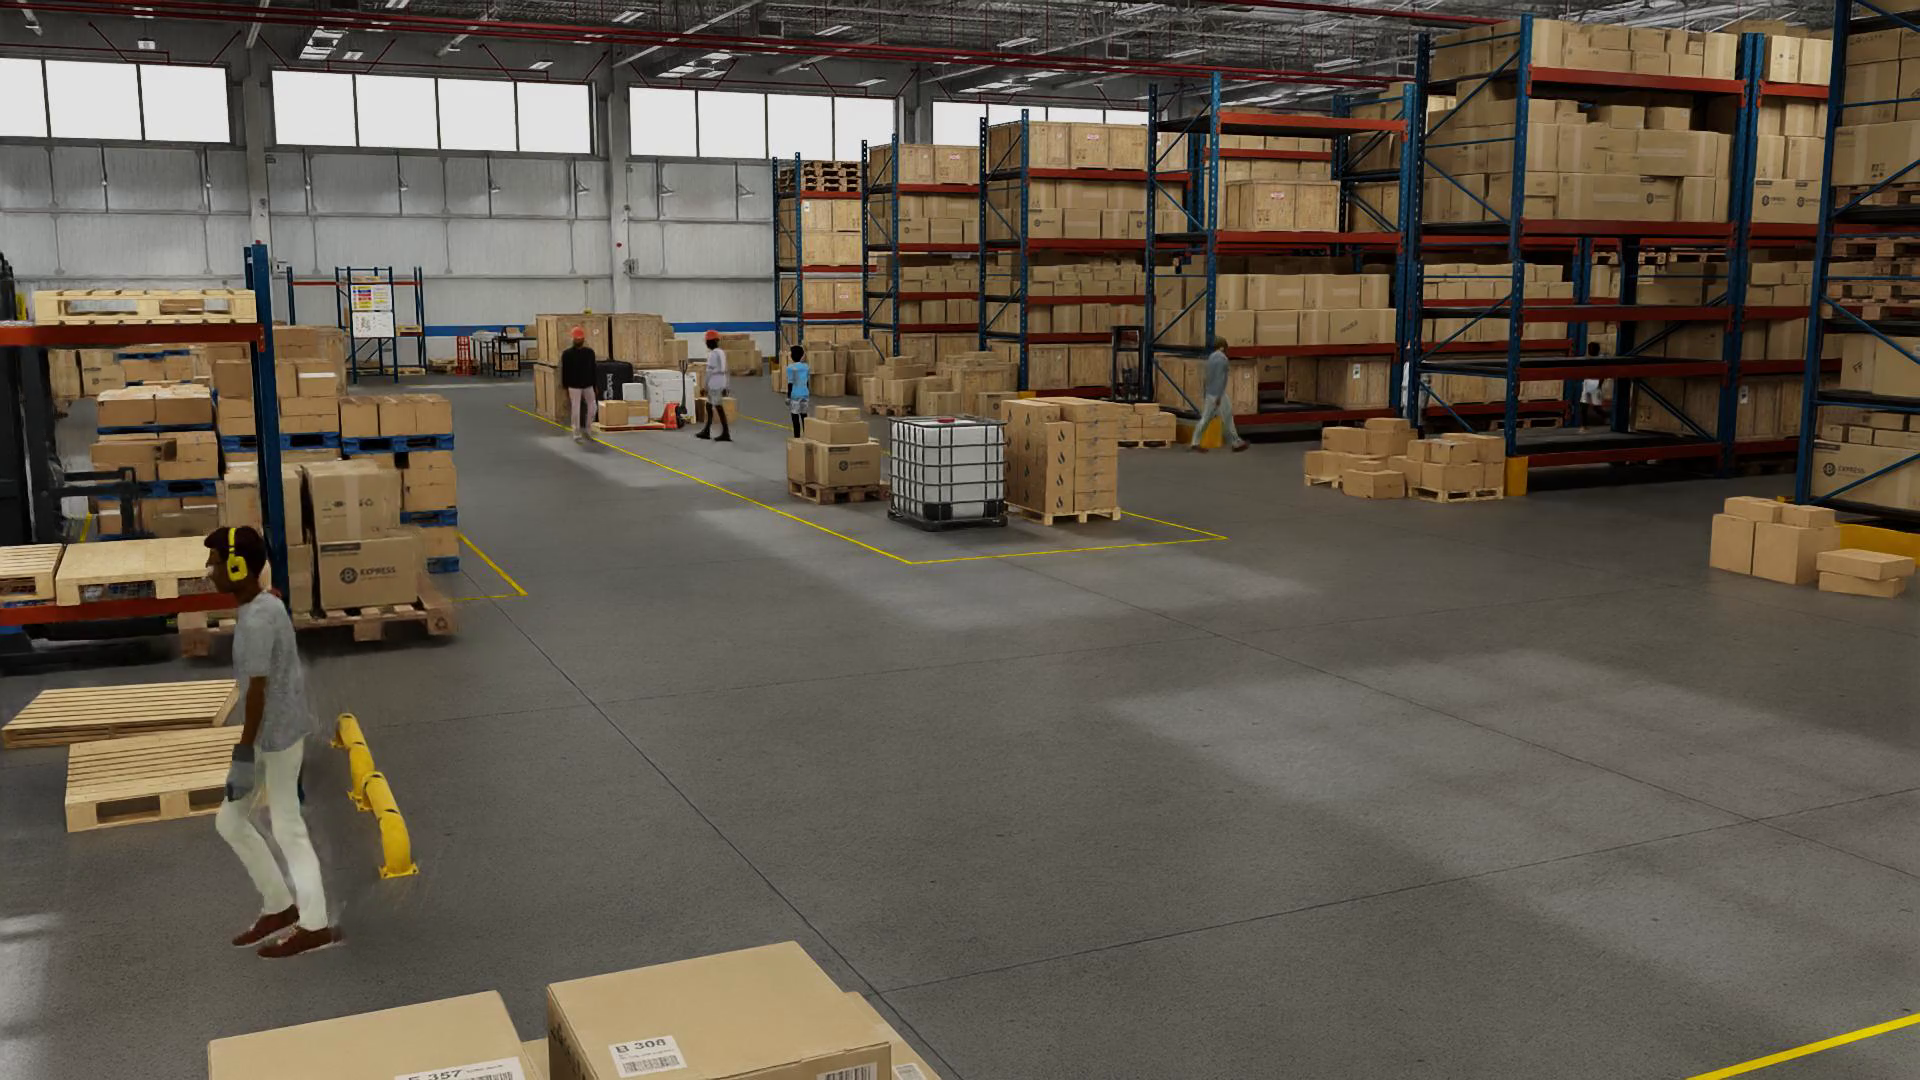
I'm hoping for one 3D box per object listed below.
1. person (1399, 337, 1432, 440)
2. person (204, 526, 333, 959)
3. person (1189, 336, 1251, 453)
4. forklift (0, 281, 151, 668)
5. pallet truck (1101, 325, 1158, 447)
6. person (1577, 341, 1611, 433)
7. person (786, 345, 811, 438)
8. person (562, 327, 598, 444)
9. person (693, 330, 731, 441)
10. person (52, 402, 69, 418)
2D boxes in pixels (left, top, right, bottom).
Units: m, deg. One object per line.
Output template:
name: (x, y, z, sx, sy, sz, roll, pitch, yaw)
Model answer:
person: (6.676, -2.014, 24.482, 0.343, 1.942, 0.552, -5, 10, -28)
person: (-2.924, 0.860, 6.948, 0.529, 1.844, 0.520, -5, 11, -30)
person: (4.137, -2.315, 26.596, 1.035, 1.870, 0.662, -2, 9, -12)
forklift: (-7.047, -0.491, 12.135, 1.873, 2.768, 1.129, -4, 10, -25)
pallet truck: (2.881, -2.596, 27.923, 0.823, 1.965, 1.885, -1, 9, -7)
person: (11.190, -2.666, 29.321, 0.592, 1.681, 0.544, -4, 10, -22)
person: (-2.665, -2.345, 27.299, 0.316, 1.696, 0.540, 6, 11, 33)
person: (-6.326, -2.570, 27.831, 0.663, 1.969, 0.649, -7, 11, -37)
person: (-4.298, -2.630, 28.432, 0.842, 1.907, 0.547, 1, 9, 8)
person: (-17.984, -3.393, 33.111, 0.394, 1.930, 0.628, -5, 10, -27)
